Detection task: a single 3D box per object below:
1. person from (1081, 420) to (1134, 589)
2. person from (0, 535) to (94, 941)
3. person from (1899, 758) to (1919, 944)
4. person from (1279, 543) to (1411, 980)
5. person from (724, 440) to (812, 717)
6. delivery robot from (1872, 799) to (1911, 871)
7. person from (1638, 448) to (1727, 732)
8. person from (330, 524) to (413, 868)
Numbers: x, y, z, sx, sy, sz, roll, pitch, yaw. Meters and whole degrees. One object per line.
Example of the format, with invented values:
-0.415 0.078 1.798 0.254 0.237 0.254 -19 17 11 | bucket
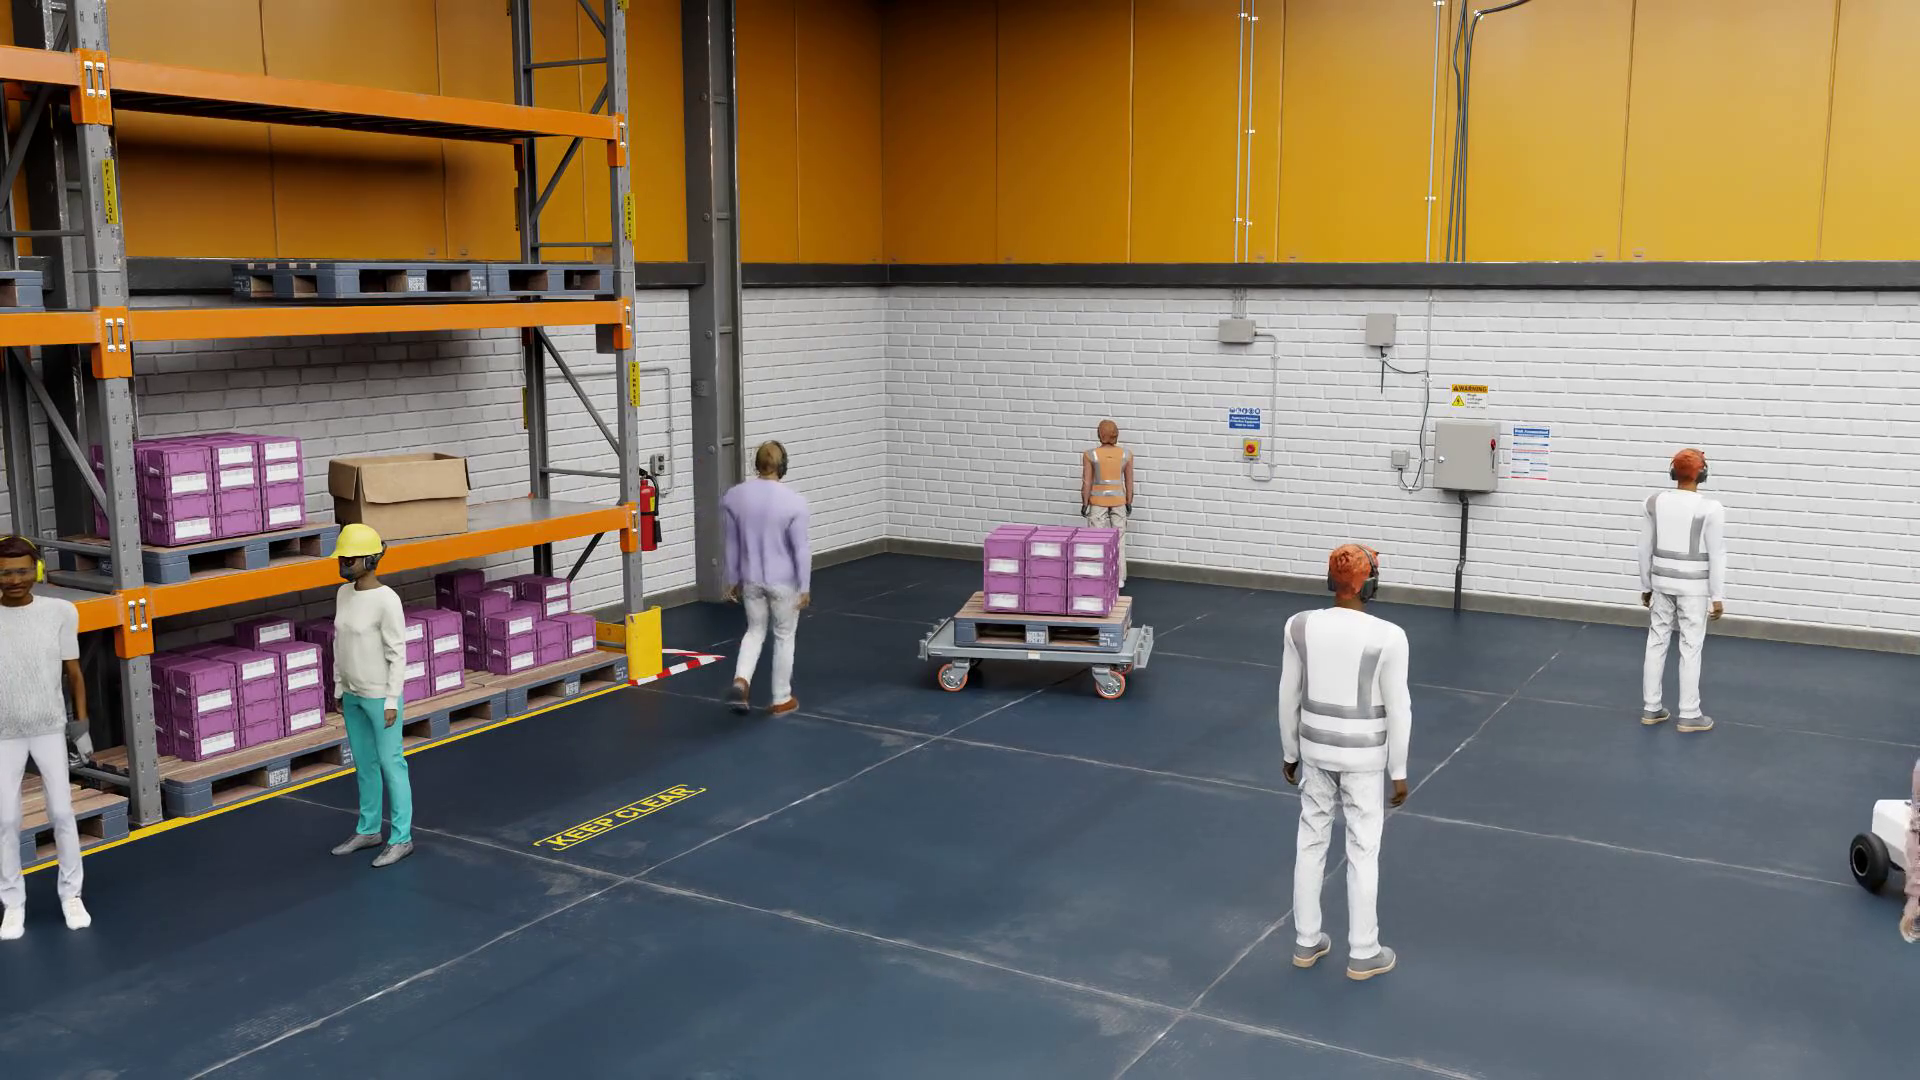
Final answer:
1.411 -0.331 15.932 0.522 1.640 0.305 -2 9 -11 | person
-4.265 0.893 7.615 0.515 1.862 0.328 -5 10 -29 | person
3.500 1.271 5.663 0.734 1.717 0.527 -8 12 -41 | person
1.659 0.948 7.193 0.579 1.882 0.342 7 11 37 | person
-1.305 0.285 11.218 0.640 1.918 0.619 3 10 19 | person
4.687 1.444 7.937 0.477 0.478 0.707 0 9 0 | delivery robot
4.800 0.329 11.057 0.350 1.884 0.583 -7 11 -37 | person
-3.044 0.790 8.549 0.524 1.769 0.308 6 11 35 | person
